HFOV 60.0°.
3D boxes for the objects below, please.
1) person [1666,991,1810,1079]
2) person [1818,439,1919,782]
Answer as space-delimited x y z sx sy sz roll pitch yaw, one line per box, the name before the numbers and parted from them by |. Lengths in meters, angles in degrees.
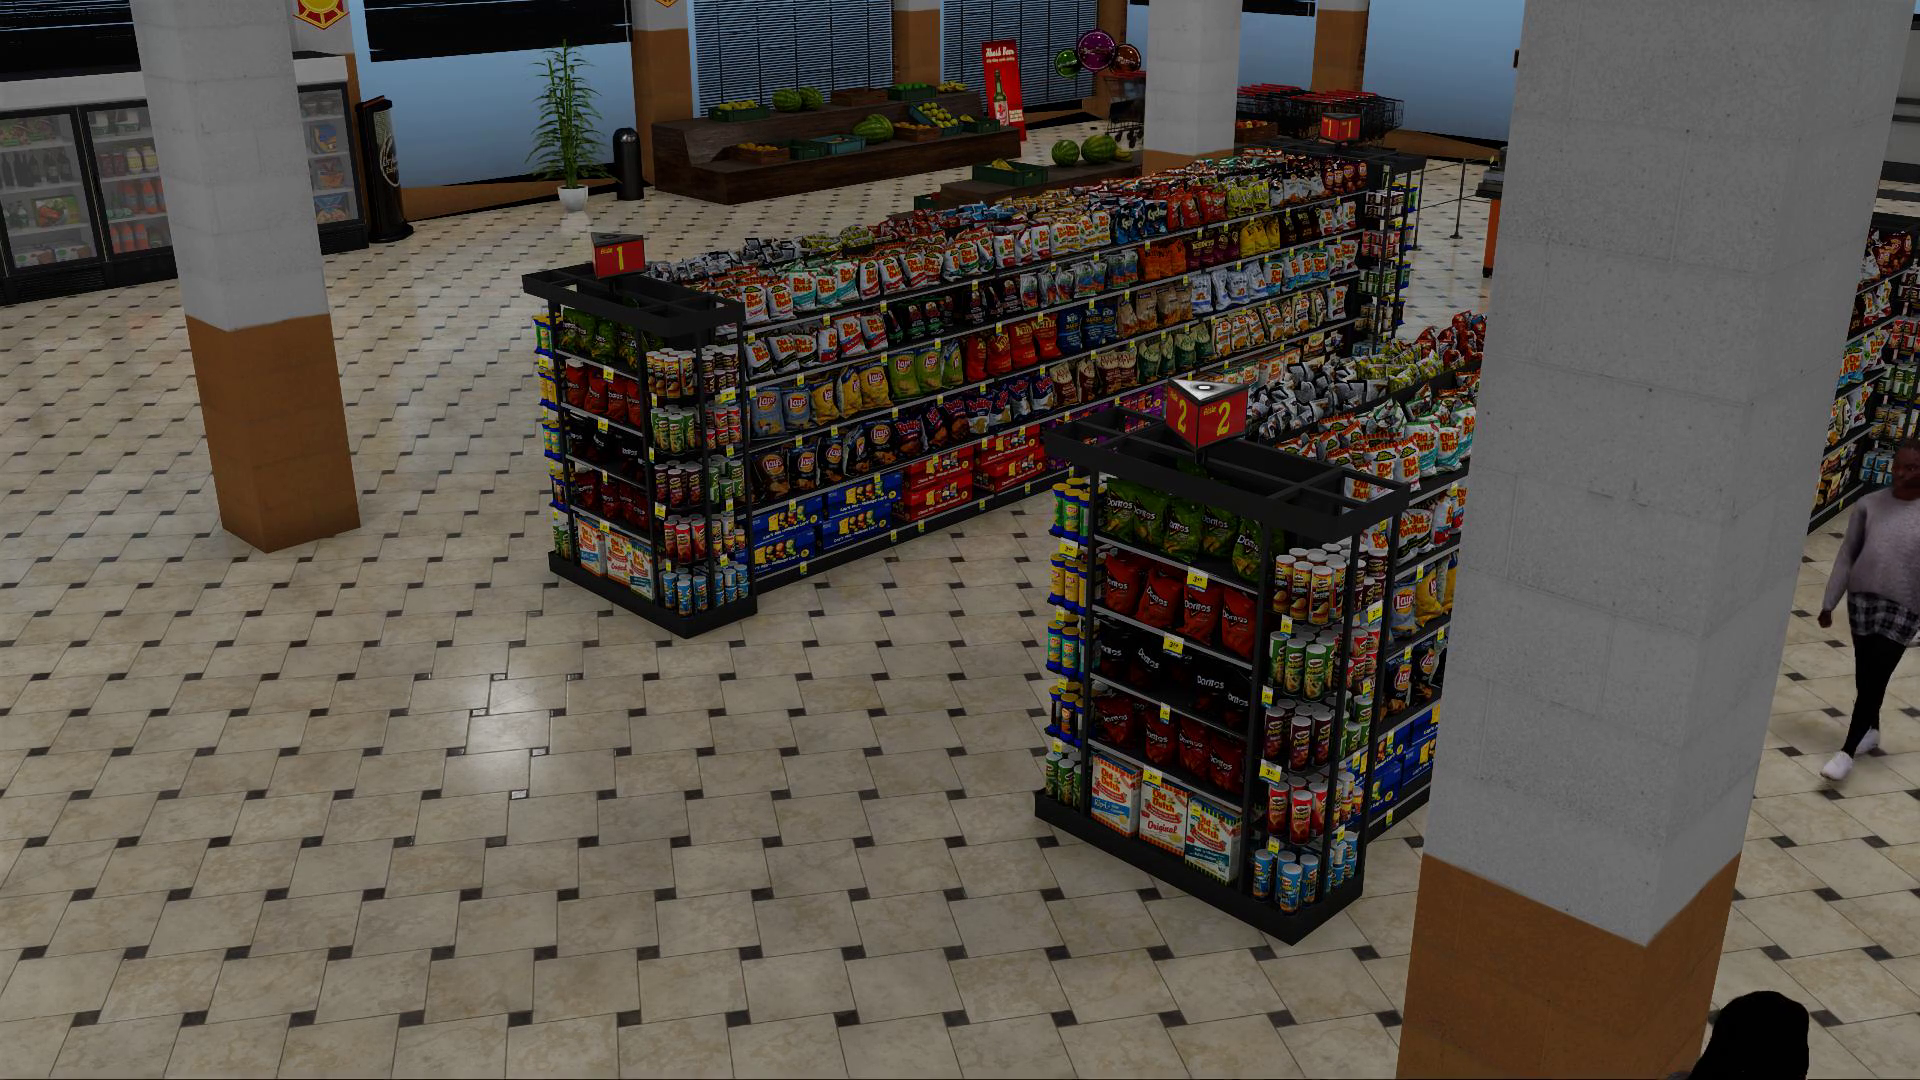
person | 1.865 1.985 4.306 1.004 1.755 0.768 -11 25 -26
person | 4.745 0.325 8.447 1.008 1.748 0.730 -16 27 -34
